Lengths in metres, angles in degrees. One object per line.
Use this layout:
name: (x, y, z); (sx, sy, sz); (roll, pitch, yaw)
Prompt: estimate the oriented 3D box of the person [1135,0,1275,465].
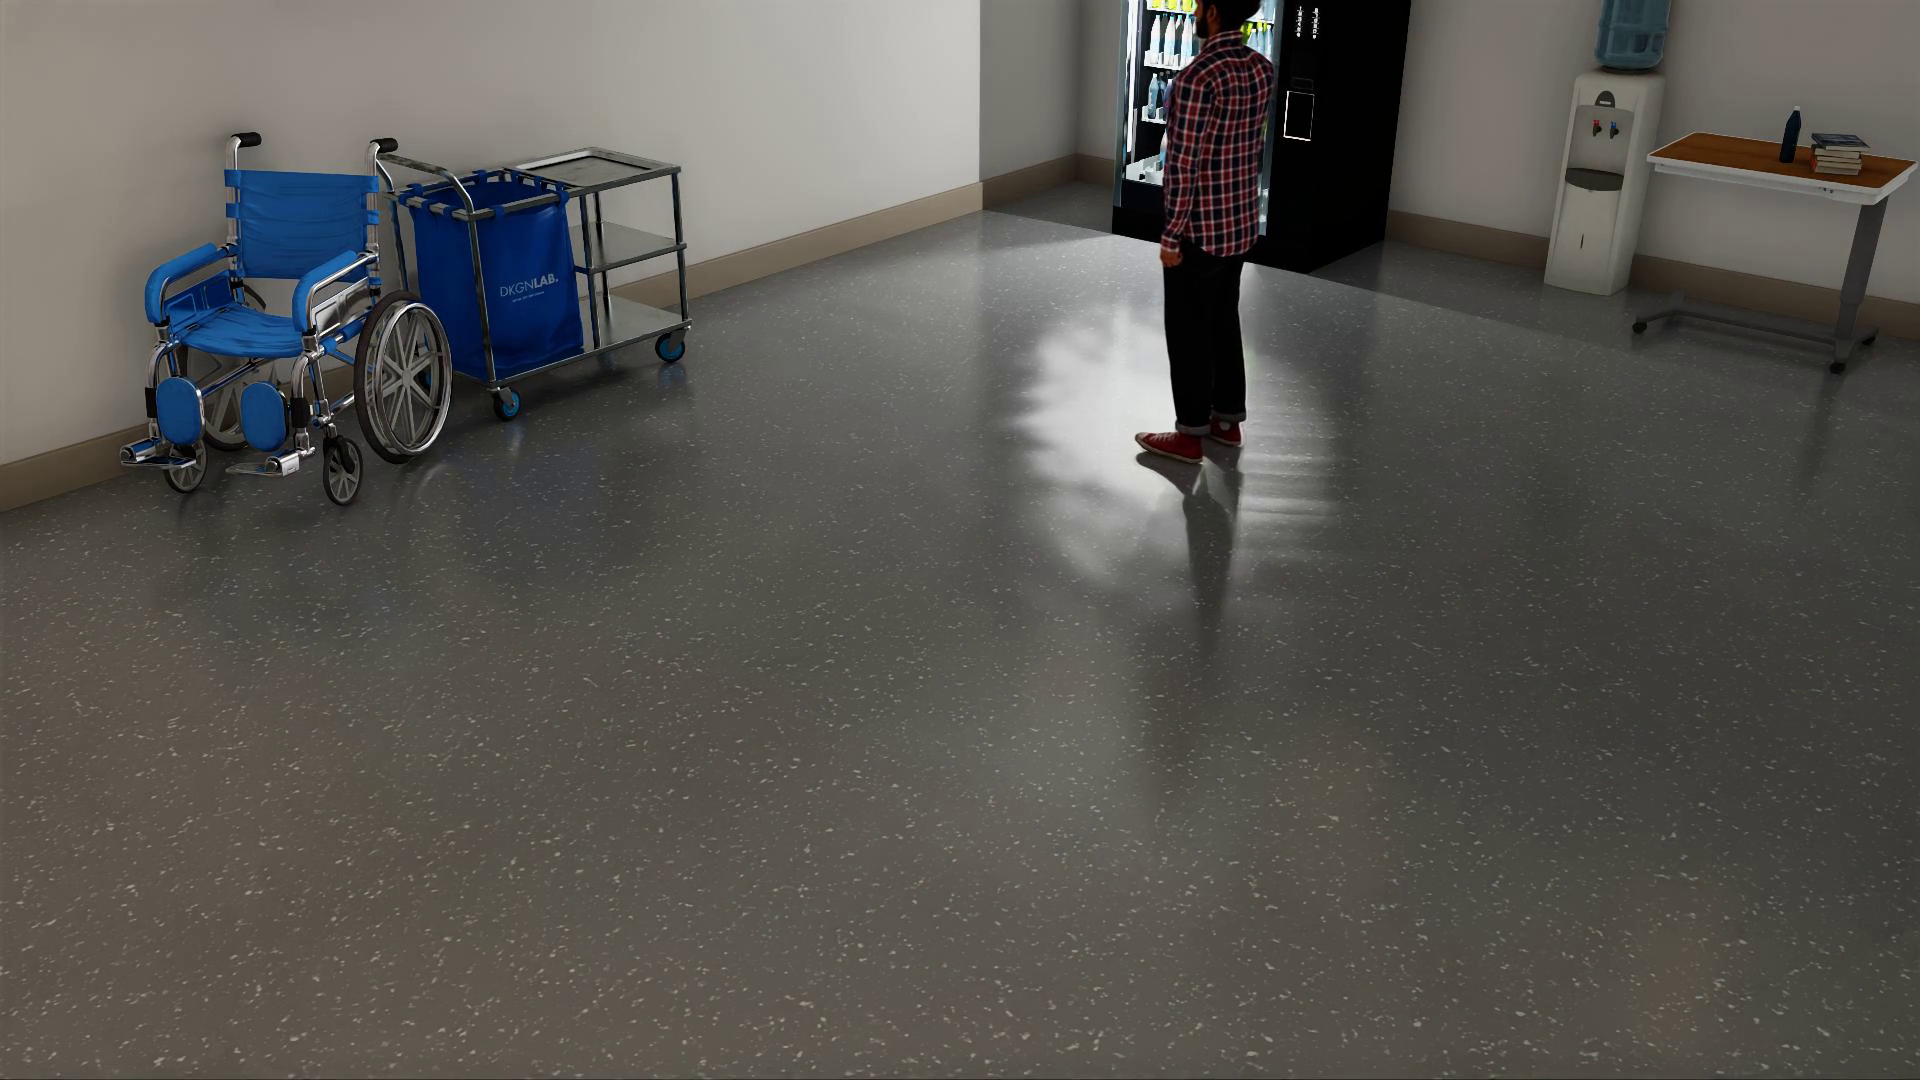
person: (0.906, -1.146, 6.010); (0.592, 1.759, 0.678); (18, 31, 33)
